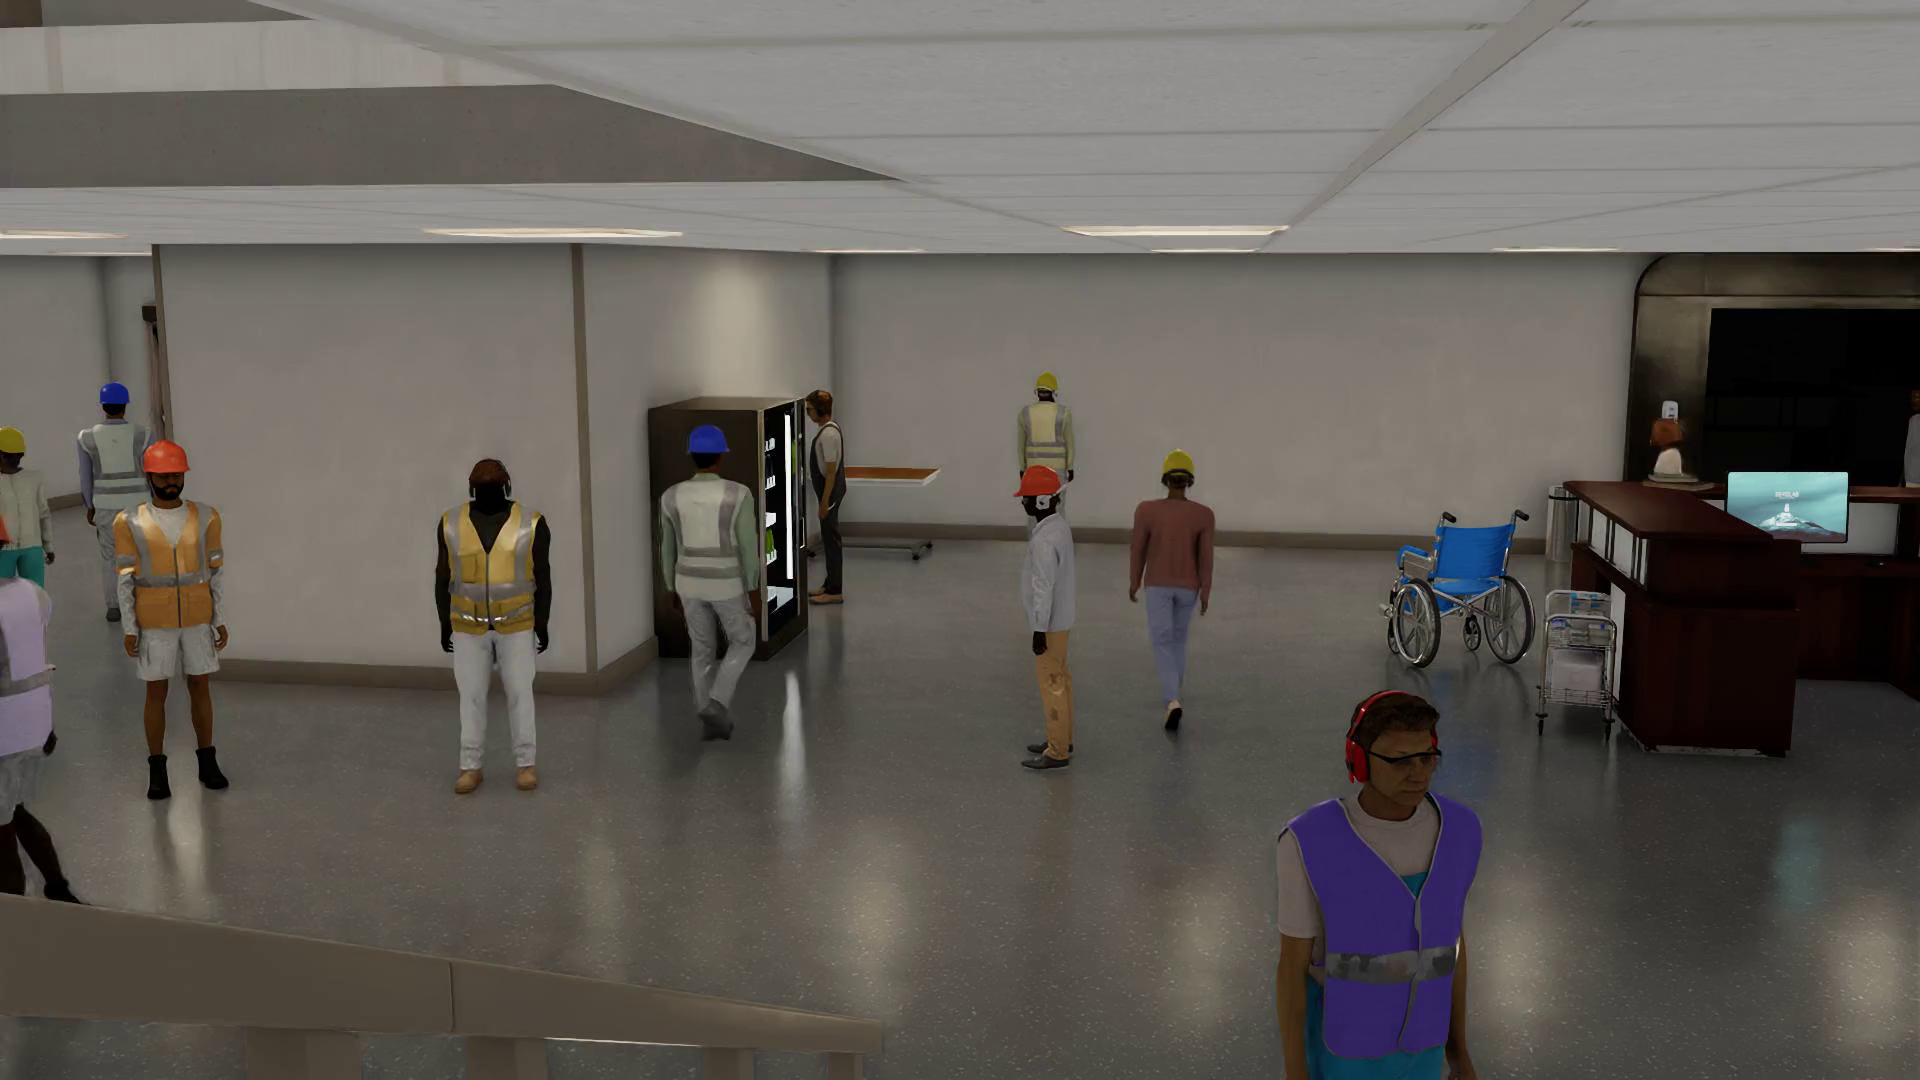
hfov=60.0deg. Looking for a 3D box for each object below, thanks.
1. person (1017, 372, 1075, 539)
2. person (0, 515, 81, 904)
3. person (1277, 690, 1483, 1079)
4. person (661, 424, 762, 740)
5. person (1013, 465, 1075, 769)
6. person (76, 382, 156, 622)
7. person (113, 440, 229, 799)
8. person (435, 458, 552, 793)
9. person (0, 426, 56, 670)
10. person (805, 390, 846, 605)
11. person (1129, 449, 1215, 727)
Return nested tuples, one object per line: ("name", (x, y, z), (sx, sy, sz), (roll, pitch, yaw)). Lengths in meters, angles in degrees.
("person", (0.872, -0.765, 16.695), (0.586, 1.835, 0.403), (2, 9, 14))
("person", (-3.895, 0.804, 6.783), (0.452, 1.920, 0.660), (1, 9, 5))
("person", (1.029, 1.265, 4.145), (0.564, 1.846, 0.389), (-4, 10, -23))
("person", (-1.501, 0.275, 9.966), (0.625, 1.933, 0.496), (3, 10, 16))
("person", (0.479, 0.437, 9.570), (0.361, 1.742, 0.563), (2, 9, 9))
("person", (-6.801, -0.306, 13.515), (0.603, 1.949, 0.384), (-4, 10, -21))
("person", (-4.264, 0.422, 9.042), (0.545, 1.943, 0.347), (-7, 11, -35))
("person", (-2.550, 0.465, 9.103), (0.624, 1.840, 0.429), (-1, 9, -9))
("person", (-6.715, 0.068, 11.821), (0.473, 1.759, 0.550), (7, 11, 36))
("person", (-1.146, -0.365, 14.214), (0.345, 1.839, 0.506), (0, 9, -3))
("person", (1.359, 0.289, 10.541), (0.518, 1.723, 0.891), (-1, 9, -7))
